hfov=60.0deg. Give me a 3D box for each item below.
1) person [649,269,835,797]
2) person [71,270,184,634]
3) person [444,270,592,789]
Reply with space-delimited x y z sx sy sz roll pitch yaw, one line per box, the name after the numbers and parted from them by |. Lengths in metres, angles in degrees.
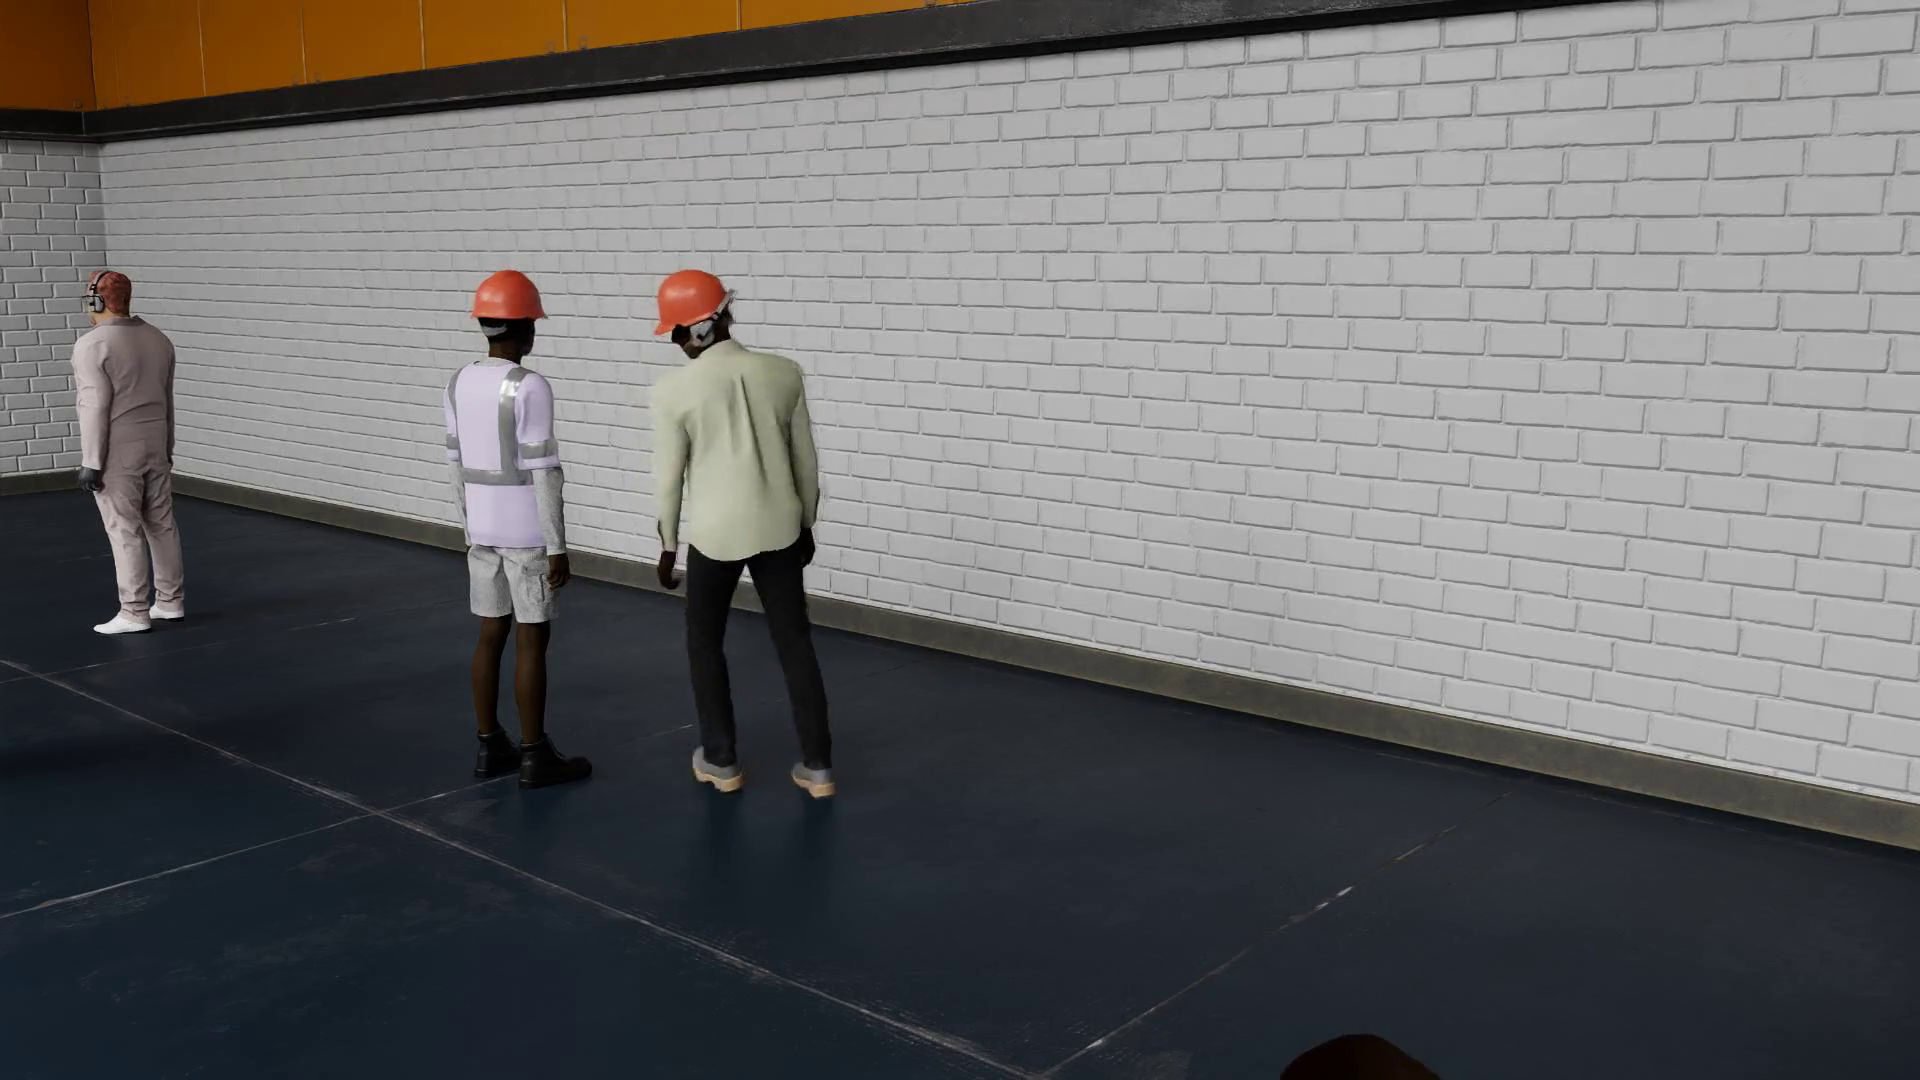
-0.802 -0.011 6.104 0.655 1.942 0.593 -6 11 -29 | person
-4.415 -0.459 8.775 0.401 1.907 0.646 2 10 13 | person
-1.665 -0.035 6.271 0.552 1.936 0.362 7 12 35 | person
